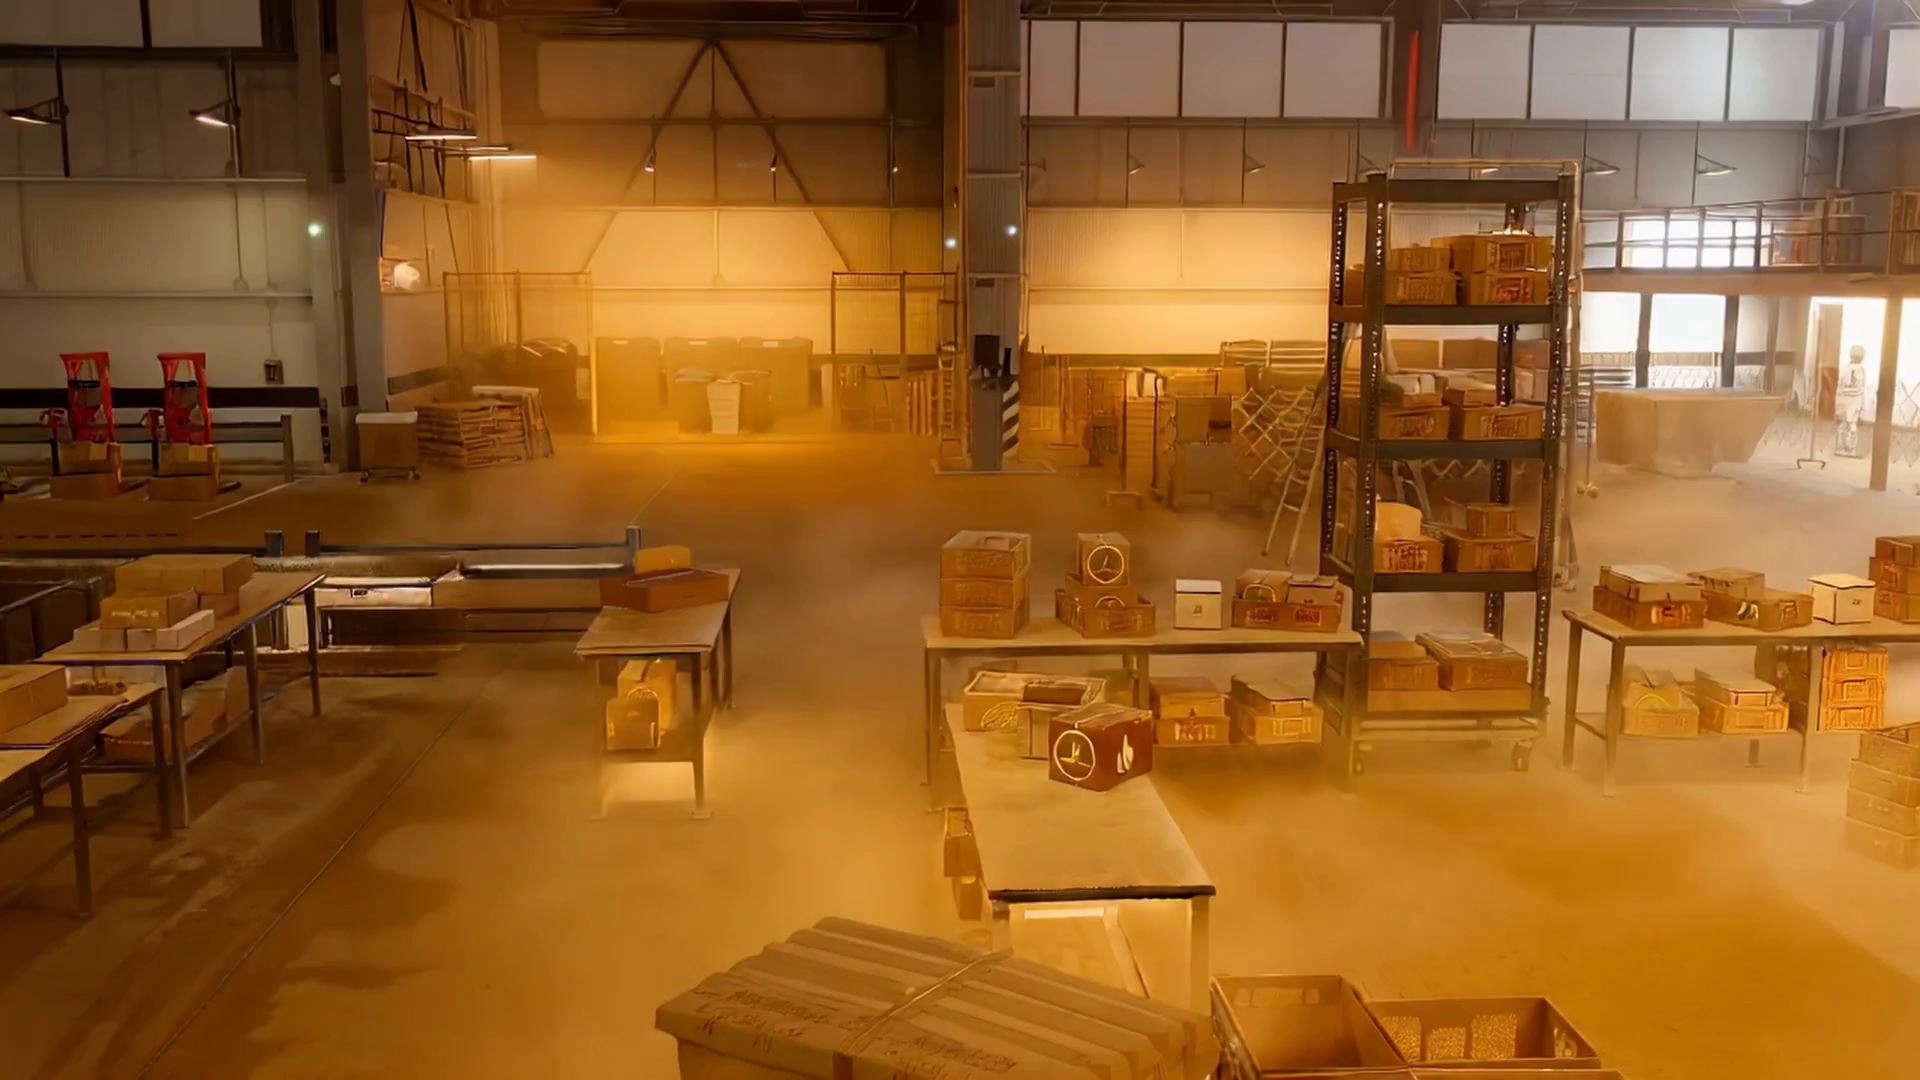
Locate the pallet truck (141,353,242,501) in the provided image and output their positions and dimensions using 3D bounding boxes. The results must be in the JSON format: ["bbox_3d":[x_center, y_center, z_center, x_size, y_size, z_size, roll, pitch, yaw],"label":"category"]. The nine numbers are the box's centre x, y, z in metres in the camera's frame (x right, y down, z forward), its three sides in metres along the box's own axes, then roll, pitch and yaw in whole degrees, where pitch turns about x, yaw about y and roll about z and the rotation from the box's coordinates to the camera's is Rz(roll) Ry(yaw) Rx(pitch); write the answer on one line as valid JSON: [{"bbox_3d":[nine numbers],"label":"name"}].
[{"bbox_3d":[-10.520,-1.604,22.925,0.823,1.965,1.885,-1,9,-6],"label":"pallet truck"}]

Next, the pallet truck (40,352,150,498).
[{"bbox_3d":[-11.907,-1.642,23.165,0.823,1.965,1.885,0,9,0],"label":"pallet truck"}]

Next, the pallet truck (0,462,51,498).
[{"bbox_3d":[-13.193,-1.293,23.148,0.653,1.274,1.630,-1,9,-4],"label":"pallet truck"}]

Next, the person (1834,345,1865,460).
[{"bbox_3d":[14.670,-2.259,27.386,0.354,1.886,0.572,-1,9,-4],"label":"person"}]
